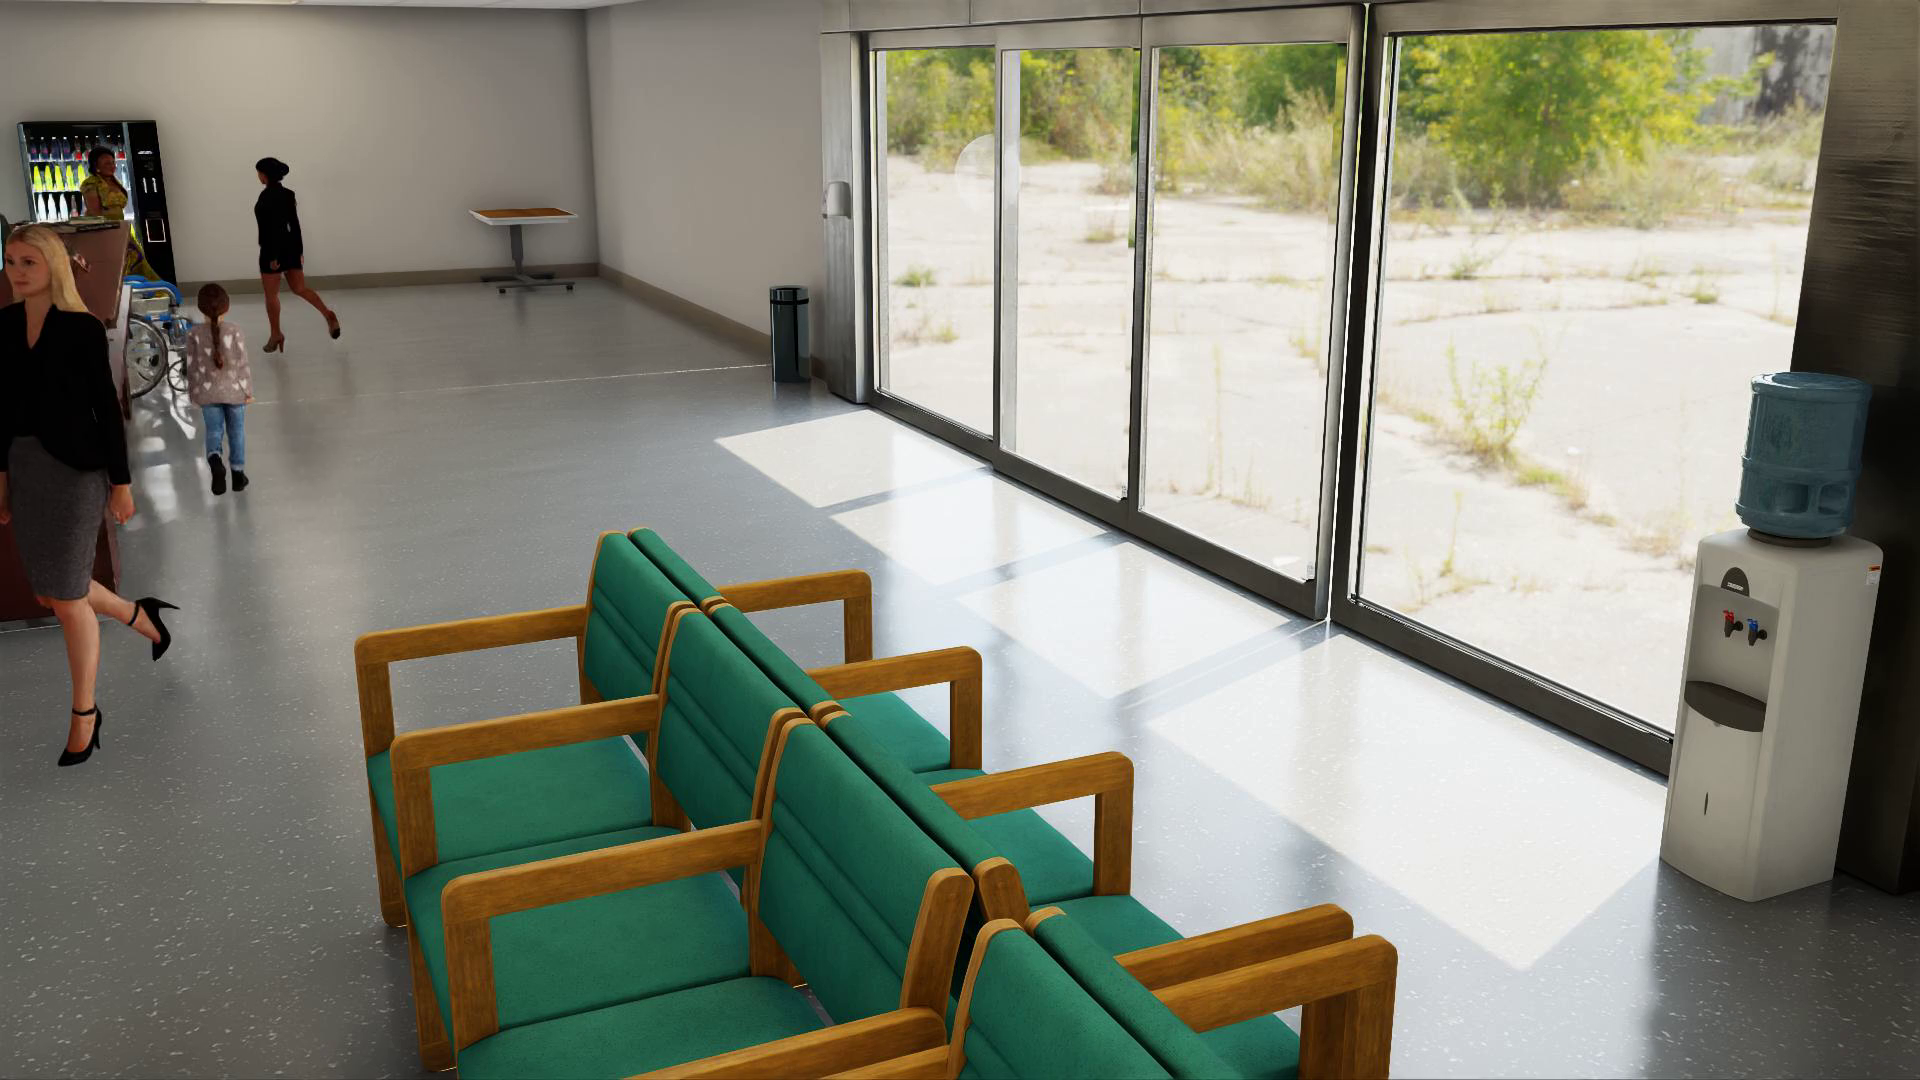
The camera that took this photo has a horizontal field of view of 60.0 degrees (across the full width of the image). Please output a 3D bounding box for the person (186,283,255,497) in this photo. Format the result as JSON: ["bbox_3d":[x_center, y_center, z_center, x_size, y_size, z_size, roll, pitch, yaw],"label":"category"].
[{"bbox_3d":[-4.117,-0.819,9.254,0.721,1.183,0.591,-5,17,-18],"label":"person"}]

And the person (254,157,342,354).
[{"bbox_3d":[-5.578,-2.341,13.855,1.025,1.615,0.955,5,17,18],"label":"person"}]

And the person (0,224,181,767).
[{"bbox_3d":[-3.030,-0.158,5.731,1.005,1.823,1.004,3,16,10],"label":"person"}]

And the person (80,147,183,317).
[{"bbox_3d":[-7.938,-2.758,15.333,1.326,1.617,1.185,3,16,12],"label":"person"}]
